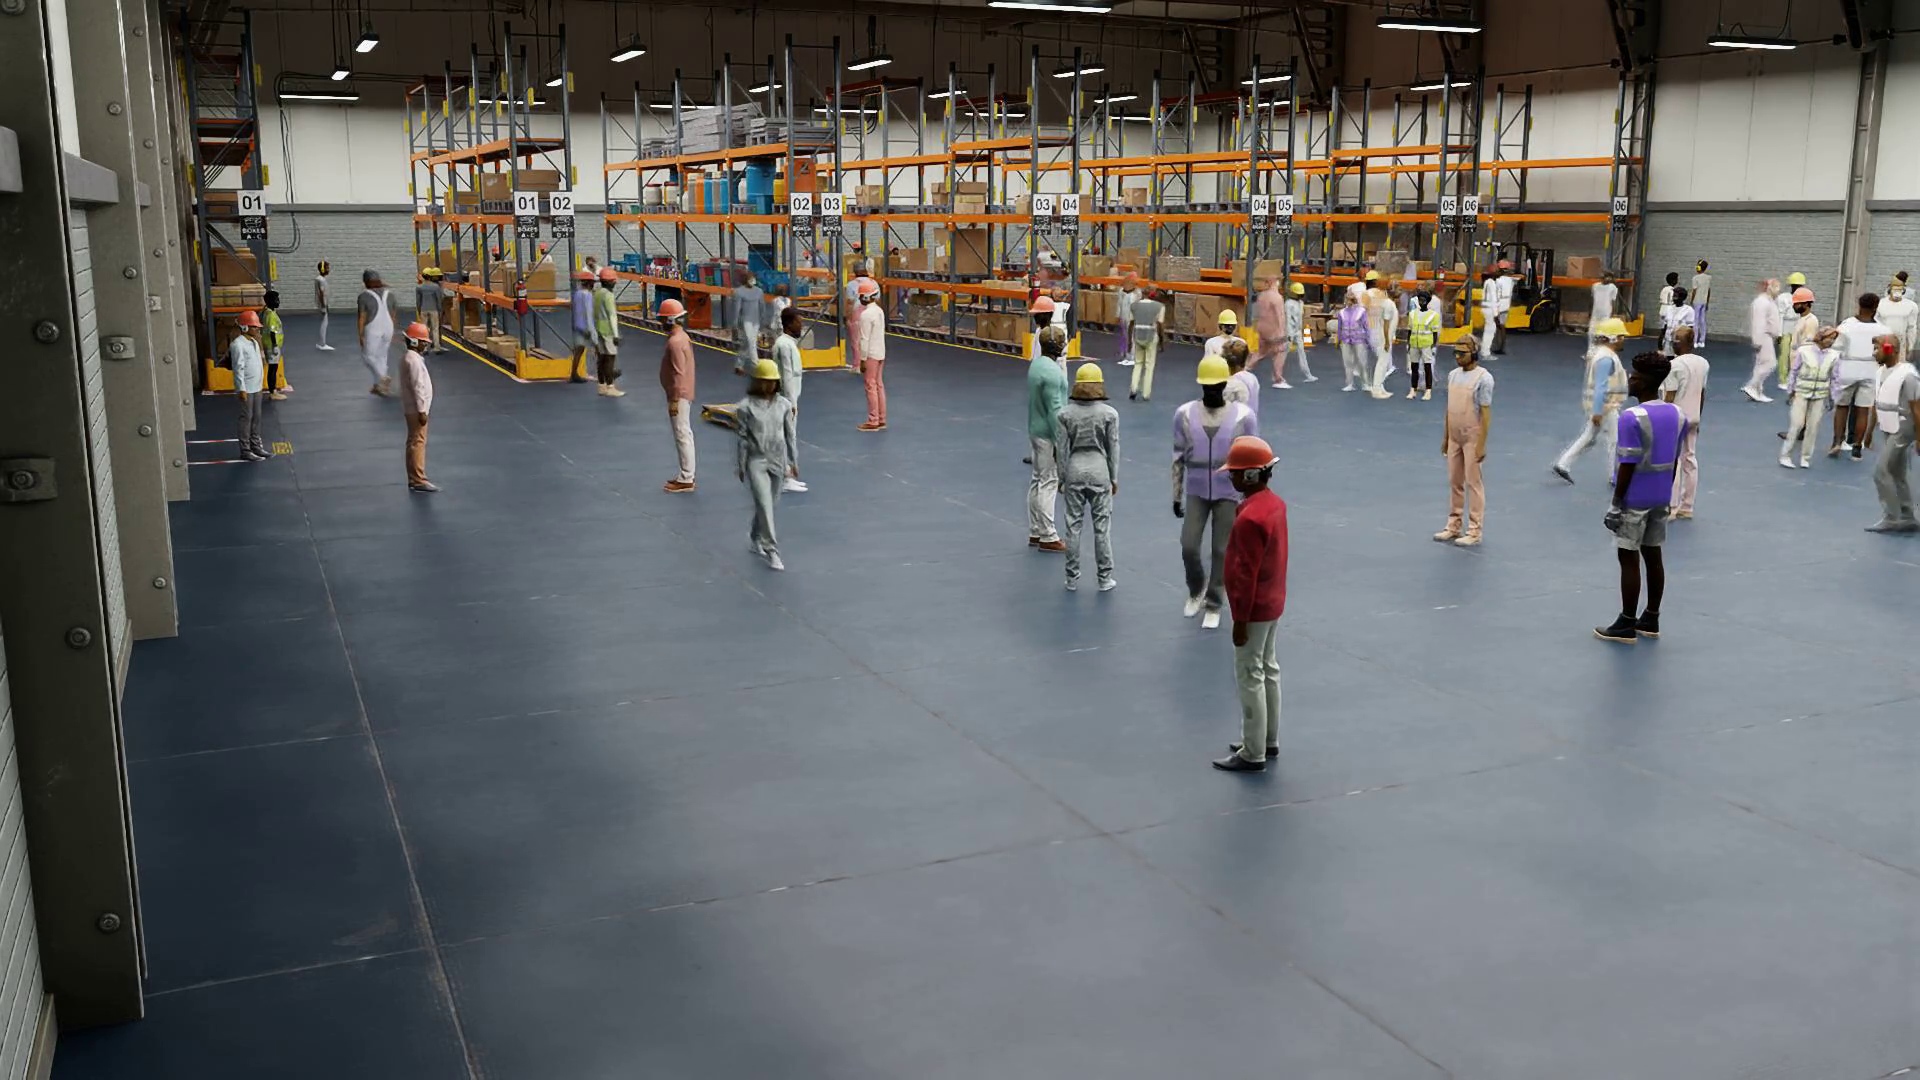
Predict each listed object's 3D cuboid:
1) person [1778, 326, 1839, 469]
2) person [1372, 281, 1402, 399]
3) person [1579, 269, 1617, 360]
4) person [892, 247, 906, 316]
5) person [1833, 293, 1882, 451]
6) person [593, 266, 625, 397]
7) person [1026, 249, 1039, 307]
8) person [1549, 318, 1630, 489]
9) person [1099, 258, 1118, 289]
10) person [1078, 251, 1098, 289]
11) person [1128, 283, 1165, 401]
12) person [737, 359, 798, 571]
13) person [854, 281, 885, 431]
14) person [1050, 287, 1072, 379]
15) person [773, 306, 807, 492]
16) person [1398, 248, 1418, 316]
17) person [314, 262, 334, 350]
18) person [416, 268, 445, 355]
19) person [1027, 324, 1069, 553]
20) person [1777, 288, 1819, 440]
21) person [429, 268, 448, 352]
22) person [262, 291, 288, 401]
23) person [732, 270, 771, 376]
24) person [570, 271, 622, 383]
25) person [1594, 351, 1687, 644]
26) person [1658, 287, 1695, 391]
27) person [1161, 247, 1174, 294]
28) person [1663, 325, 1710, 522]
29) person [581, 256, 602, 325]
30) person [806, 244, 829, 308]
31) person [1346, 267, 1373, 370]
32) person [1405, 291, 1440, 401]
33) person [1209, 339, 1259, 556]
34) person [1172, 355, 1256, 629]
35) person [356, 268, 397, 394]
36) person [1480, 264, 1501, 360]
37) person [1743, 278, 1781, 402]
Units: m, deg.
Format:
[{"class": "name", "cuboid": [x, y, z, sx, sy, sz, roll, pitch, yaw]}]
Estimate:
[{"class": "person", "cuboid": [9.598, -1.604, 18.770, 0.545, 1.617, 0.369, 0, 11, 0]}, {"class": "person", "cuboid": [6.657, -3.108, 25.878, 0.363, 1.834, 0.520, 4, 12, 21]}, {"class": "person", "cuboid": [12.445, -4.364, 32.315, 0.593, 1.803, 0.452, 10, 15, 41]}, {"class": "person", "cuboid": [-1.800, -7.194, 46.399, 0.591, 1.922, 0.391, -3, 12, -15]}, {"class": "person", "cuboid": [10.950, -2.053, 20.288, 0.587, 1.915, 0.391, -4, 12, -21]}, {"class": "person", "cuboid": [-5.512, -3.266, 26.123, 0.390, 2.040, 0.614, -8, 14, -35]}, {"class": "person", "cuboid": [2.078, -7.517, 48.235, 0.430, 1.848, 0.567, 8, 14, 35]}, {"class": "person", "cuboid": [6.687, -1.424, 17.405, 0.886, 1.802, 0.603, 4, 12, 18]}, {"class": "person", "cuboid": [4.349, -7.355, 48.076, 0.868, 1.587, 0.491, -10, 15, -41]}, {"class": "person", "cuboid": [3.520, -7.110, 46.237, 0.528, 1.833, 0.967, -4, 12, -22]}, {"class": "person", "cuboid": [2.844, -3.022, 25.462, 0.606, 1.820, 0.422, 6, 13, 28]}, {"class": "person", "cuboid": [-1.621, -0.655, 13.716, 0.500, 1.709, 0.858, -7, 13, -31]}, {"class": "person", "cuboid": [-1.196, -2.435, 22.063, 0.402, 1.985, 0.606, 4, 12, 18]}, {"class": "person", "cuboid": [1.626, -3.433, 27.987, 0.520, 1.645, 0.307, 1, 11, 6]}, {"class": "person", "cuboid": [-1.799, -1.459, 17.265, 0.373, 1.914, 0.596, -1, 11, -7]}, {"class": "person", "cuboid": [11.104, -6.309, 41.592, 0.679, 2.000, 0.894, -5, 12, -23]}, {"class": "person", "cuboid": [-13.453, -4.933, 35.087, 0.369, 1.853, 0.525, -6, 13, -28]}, {"class": "person", "cuboid": [-10.794, -4.652, 33.872, 0.532, 1.768, 0.311, 1, 11, 3]}, {"class": "person", "cuboid": [0.762, -0.862, 14.175, 0.367, 1.939, 0.634, -3, 11, -13]}, {"class": "person", "cuboid": [10.693, -2.237, 21.202, 0.391, 1.926, 0.549, 3, 11, 13]}, {"class": "person", "cuboid": [-10.874, -4.792, 34.640, 0.314, 1.744, 0.487, 2, 11, 11]}, {"class": "person", "cuboid": [-10.583, -2.990, 25.625, 0.318, 1.689, 0.537, -6, 12, -26]}, {"class": "person", "cuboid": [-3.712, -3.783, 29.202, 1.010, 1.899, 0.630, 8, 14, 37]}, {"class": "person", "cuboid": [-6.289, -3.624, 28.344, 0.956, 1.880, 0.546, -9, 14, -39]}, {"class": "person", "cuboid": [4.572, -0.286, 11.170, 0.613, 1.965, 0.361, -7, 13, -31]}, {"class": "person", "cuboid": [11.557, -3.226, 26.796, 0.321, 1.699, 0.536, -6, 13, -29]}, {"class": "person", "cuboid": [6.349, -8.105, 51.258, 0.429, 1.837, 0.625, -11, 15, -43]}, {"class": "person", "cuboid": [6.720, -1.082, 15.544, 0.504, 1.840, 0.345, -5, 12, -25]}, {"class": "person", "cuboid": [-9.316, -6.312, 42.229, 0.598, 1.791, 0.636, -6, 12, -26]}, {"class": "person", "cuboid": [-4.159, -7.569, 48.139, 1.001, 2.010, 0.603, 3, 11, 13]}, {"class": "person", "cuboid": [7.358, -4.056, 30.540, 0.337, 1.882, 0.584, -10, 15, -41]}, {"class": "person", "cuboid": [7.126, -2.994, 25.643, 0.533, 1.694, 0.319, 11, 15, 43]}, {"class": "person", "cuboid": [2.313, -0.757, 13.914, 0.350, 1.839, 0.523, 8, 14, 37]}, {"class": "person", "cuboid": [1.750, -0.330, 11.550, 0.585, 1.912, 0.409, 3, 12, 17]}, {"class": "person", "cuboid": [-9.226, -3.305, 26.325, 0.705, 2.000, 0.694, 8, 14, 35]}, {"class": "person", "cuboid": [10.426, -4.465, 32.640, 0.372, 1.882, 0.588, 2, 11, 12]}, {"class": "person", "cuboid": [12.279, -3.033, 25.310, 0.425, 1.891, 0.674, 7, 13, 33]}]
